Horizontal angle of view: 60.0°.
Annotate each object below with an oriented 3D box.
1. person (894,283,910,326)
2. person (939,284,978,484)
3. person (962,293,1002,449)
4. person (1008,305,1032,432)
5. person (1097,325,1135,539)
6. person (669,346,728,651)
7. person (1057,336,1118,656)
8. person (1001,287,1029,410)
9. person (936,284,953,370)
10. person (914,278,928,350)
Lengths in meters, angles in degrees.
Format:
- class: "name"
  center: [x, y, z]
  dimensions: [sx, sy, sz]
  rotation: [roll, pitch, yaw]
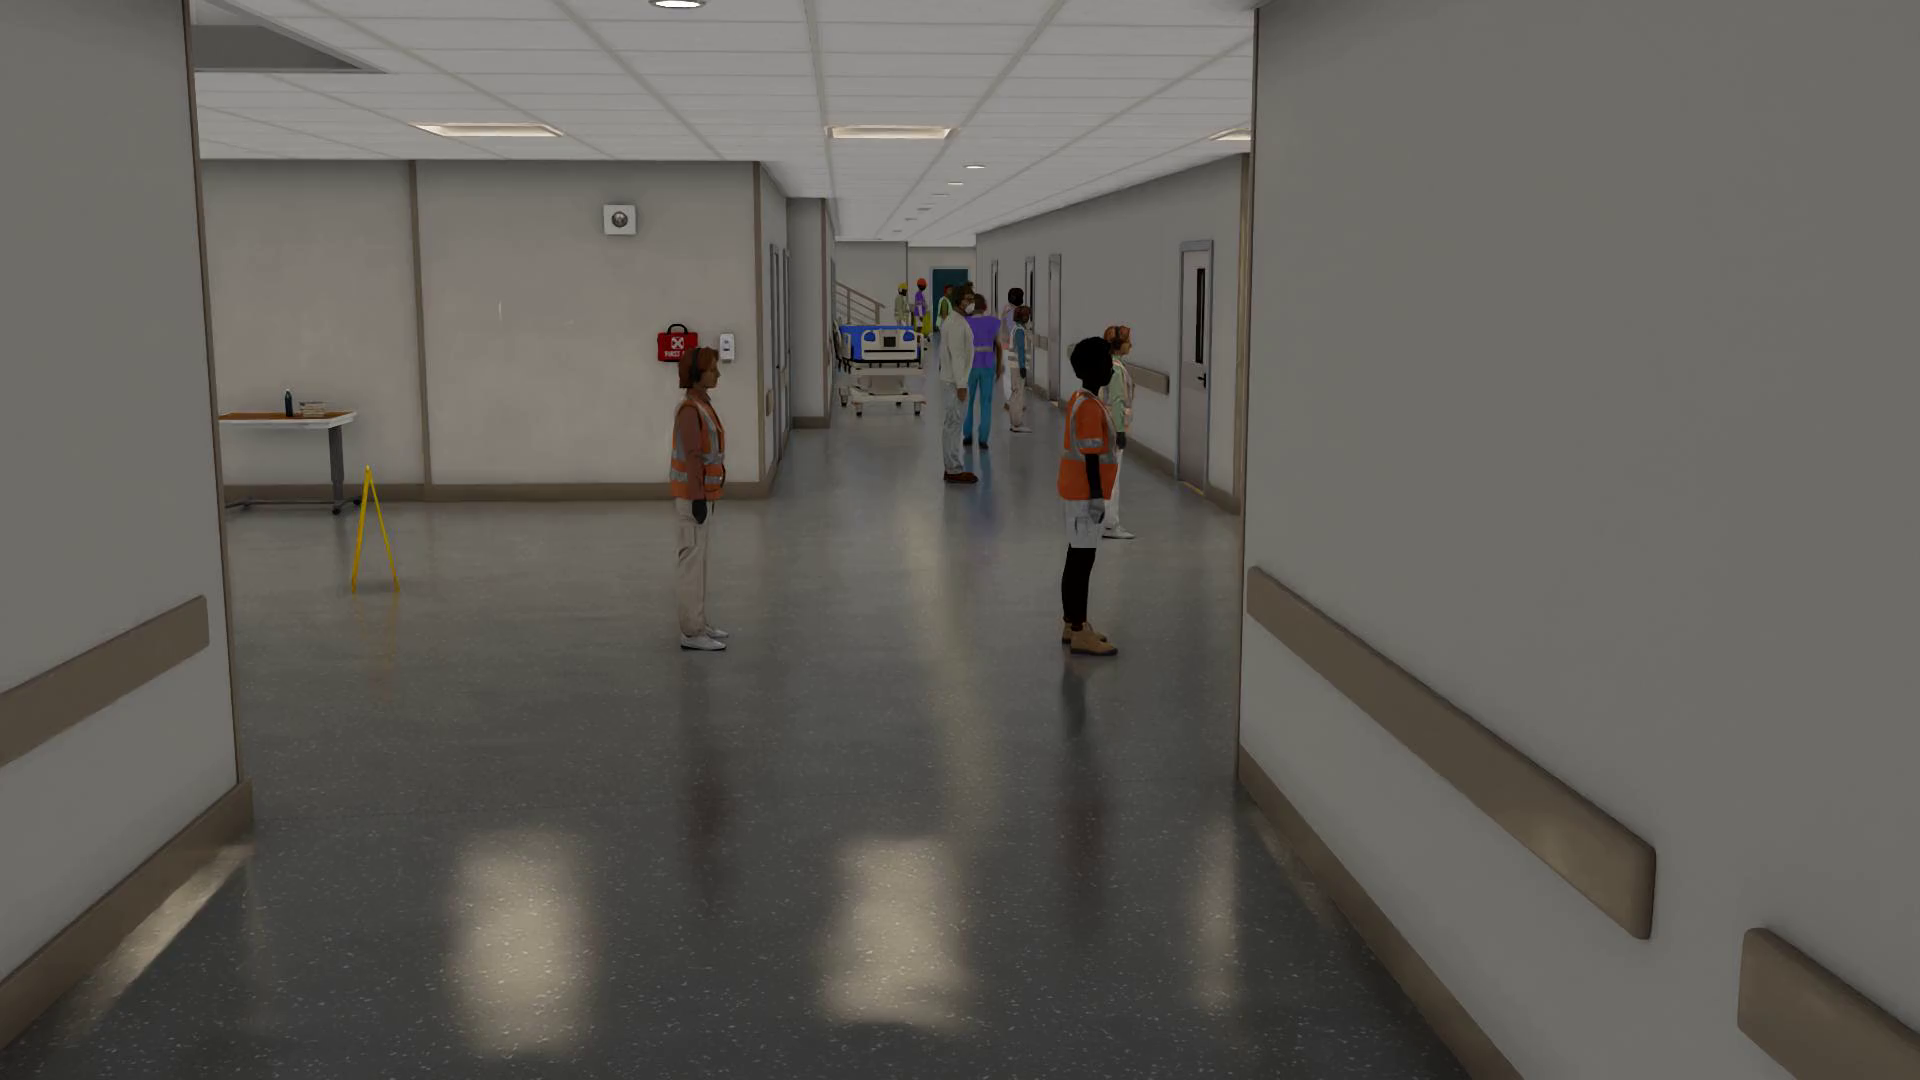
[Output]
- class: "person"
  center: [-1.494, -5.699, 42.810]
  dimensions: [0.404, 1.827, 0.589]
  rotation: [0, 9, -2]
- class: "person"
  center: [-0.015, -1.523, 16.251]
  dimensions: [0.377, 1.936, 0.628]
  rotation: [0, 9, -2]
- class: "person"
  center: [0.220, -1.992, 19.621]
  dimensions: [0.569, 1.803, 0.793]
  rotation: [0, 9, -2]
- class: "person"
  center: [0.774, -2.211, 21.506]
  dimensions: [0.314, 1.636, 0.514]
  rotation: [0, 9, -2]
- class: "person"
  center: [1.188, -0.835, 12.854]
  dimensions: [0.313, 1.642, 0.514]
  rotation: [0, 9, -2]
- class: "person"
  center: [-1.422, -0.230, 9.053]
  dimensions: [0.314, 1.642, 0.514]
  rotation: [0, 9, -2]
- class: "person"
  center: [0.686, -0.239, 8.932]
  dimensions: [0.322, 1.697, 0.533]
  rotation: [0, 9, -2]
- class: "person"
  center: [0.817, -2.878, 25.066]
  dimensions: [0.430, 1.840, 0.622]
  rotation: [0, 9, -2]
- class: "person"
  center: [-0.323, -4.530, 35.435]
  dimensions: [0.395, 1.839, 0.564]
  rotation: [0, 9, -2]
- class: "person"
  center: [-1.048, -6.071, 44.792]
  dimensions: [0.372, 1.939, 0.544]
  rotation: [0, 9, -2]
